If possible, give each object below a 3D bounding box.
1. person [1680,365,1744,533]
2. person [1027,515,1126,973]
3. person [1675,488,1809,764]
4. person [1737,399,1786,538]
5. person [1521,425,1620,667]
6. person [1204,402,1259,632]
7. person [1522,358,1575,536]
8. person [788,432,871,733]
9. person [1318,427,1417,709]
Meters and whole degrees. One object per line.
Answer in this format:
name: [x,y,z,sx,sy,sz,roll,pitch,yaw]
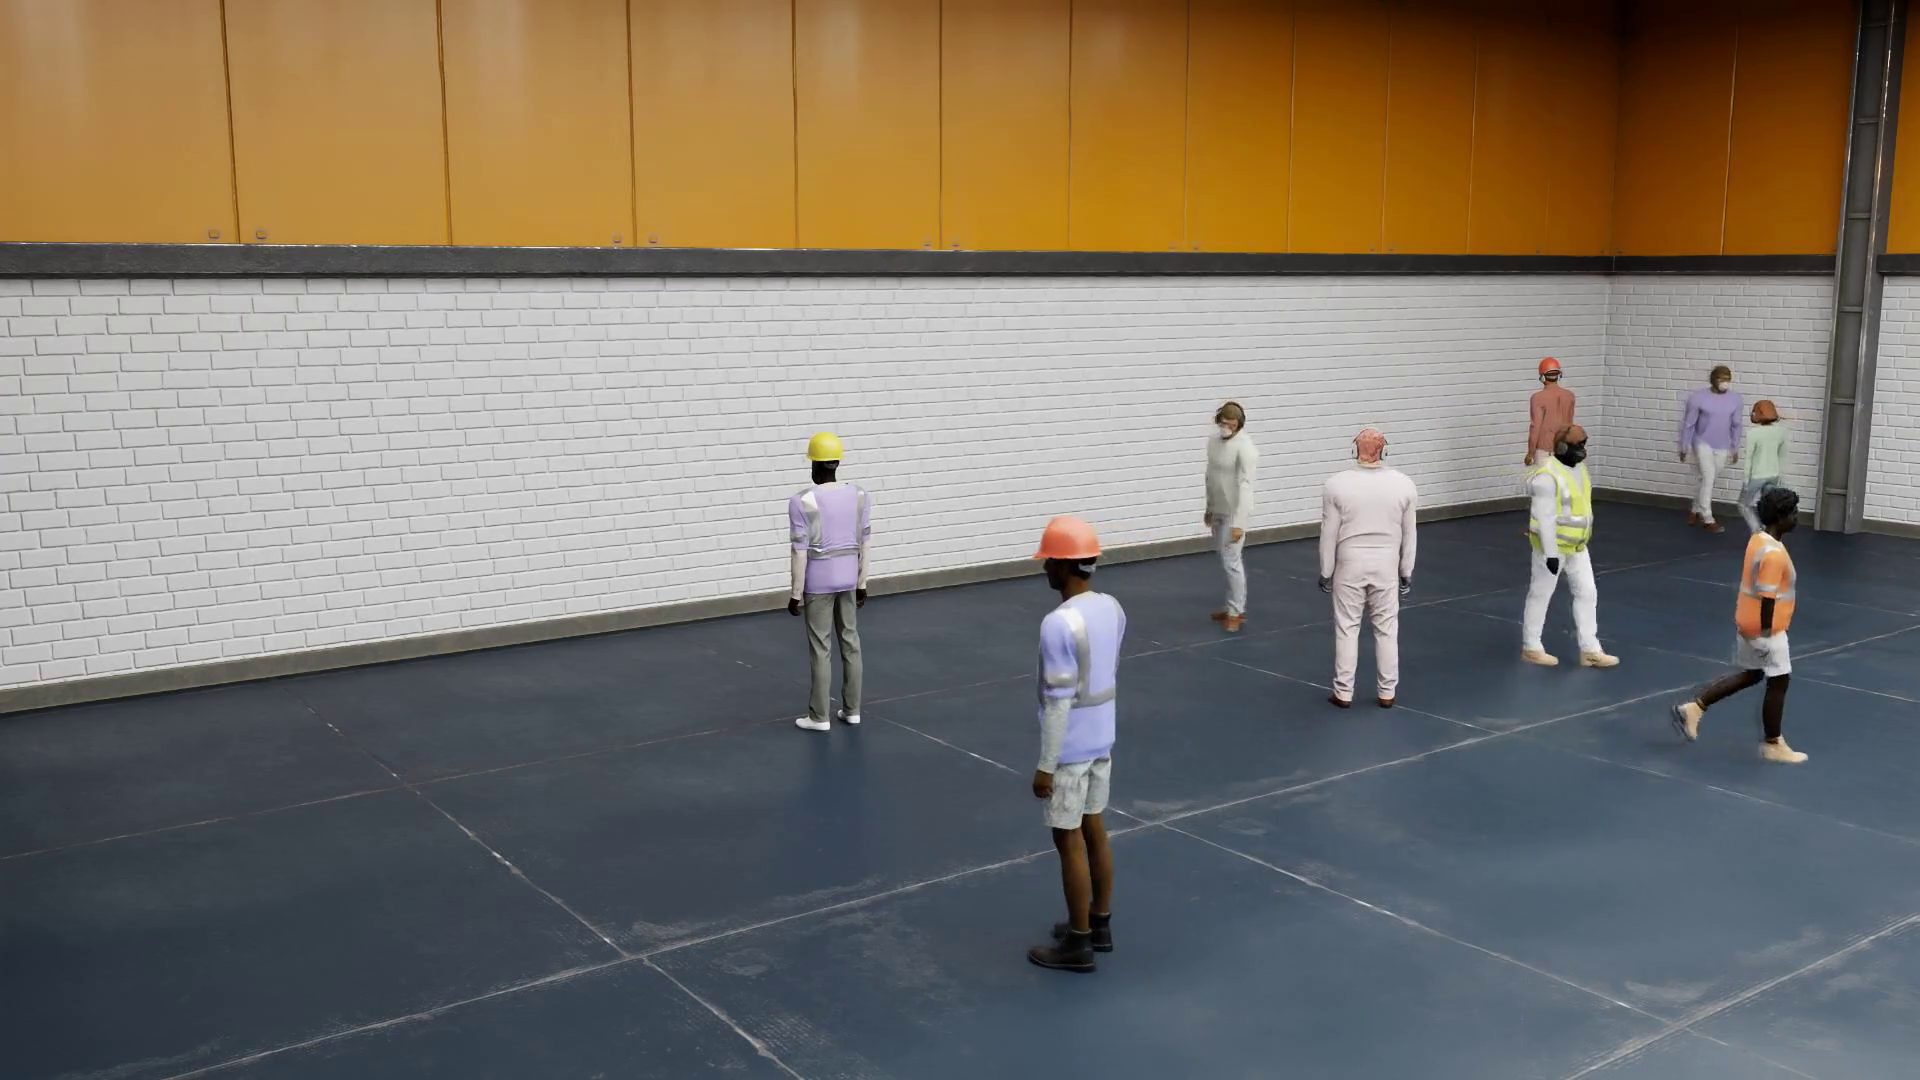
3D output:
person: [8.551,-1.067,19.033,0.628,1.904,0.905,0,9,-3]
person: [0.463,0.854,7.042,0.374,1.933,0.550,6,11,32]
person: [4.747,0.507,9.973,0.673,1.676,0.544,2,9,14]
person: [8.295,-0.643,17.238,0.505,1.623,0.340,-2,9,-13]
person: [4.527,0.068,12.253,0.662,1.813,0.807,-8,12,-39]
person: [2.243,-0.197,13.675,0.457,1.897,0.695,-3,10,-19]
person: [6.511,-1.018,18.422,0.610,1.989,0.392,-4,10,-24]
person: [-0.844,0.270,10.662,0.588,1.930,0.364,-7,11,-36]
person: [2.737,0.190,11.230,0.652,1.906,0.403,0,9,1]
